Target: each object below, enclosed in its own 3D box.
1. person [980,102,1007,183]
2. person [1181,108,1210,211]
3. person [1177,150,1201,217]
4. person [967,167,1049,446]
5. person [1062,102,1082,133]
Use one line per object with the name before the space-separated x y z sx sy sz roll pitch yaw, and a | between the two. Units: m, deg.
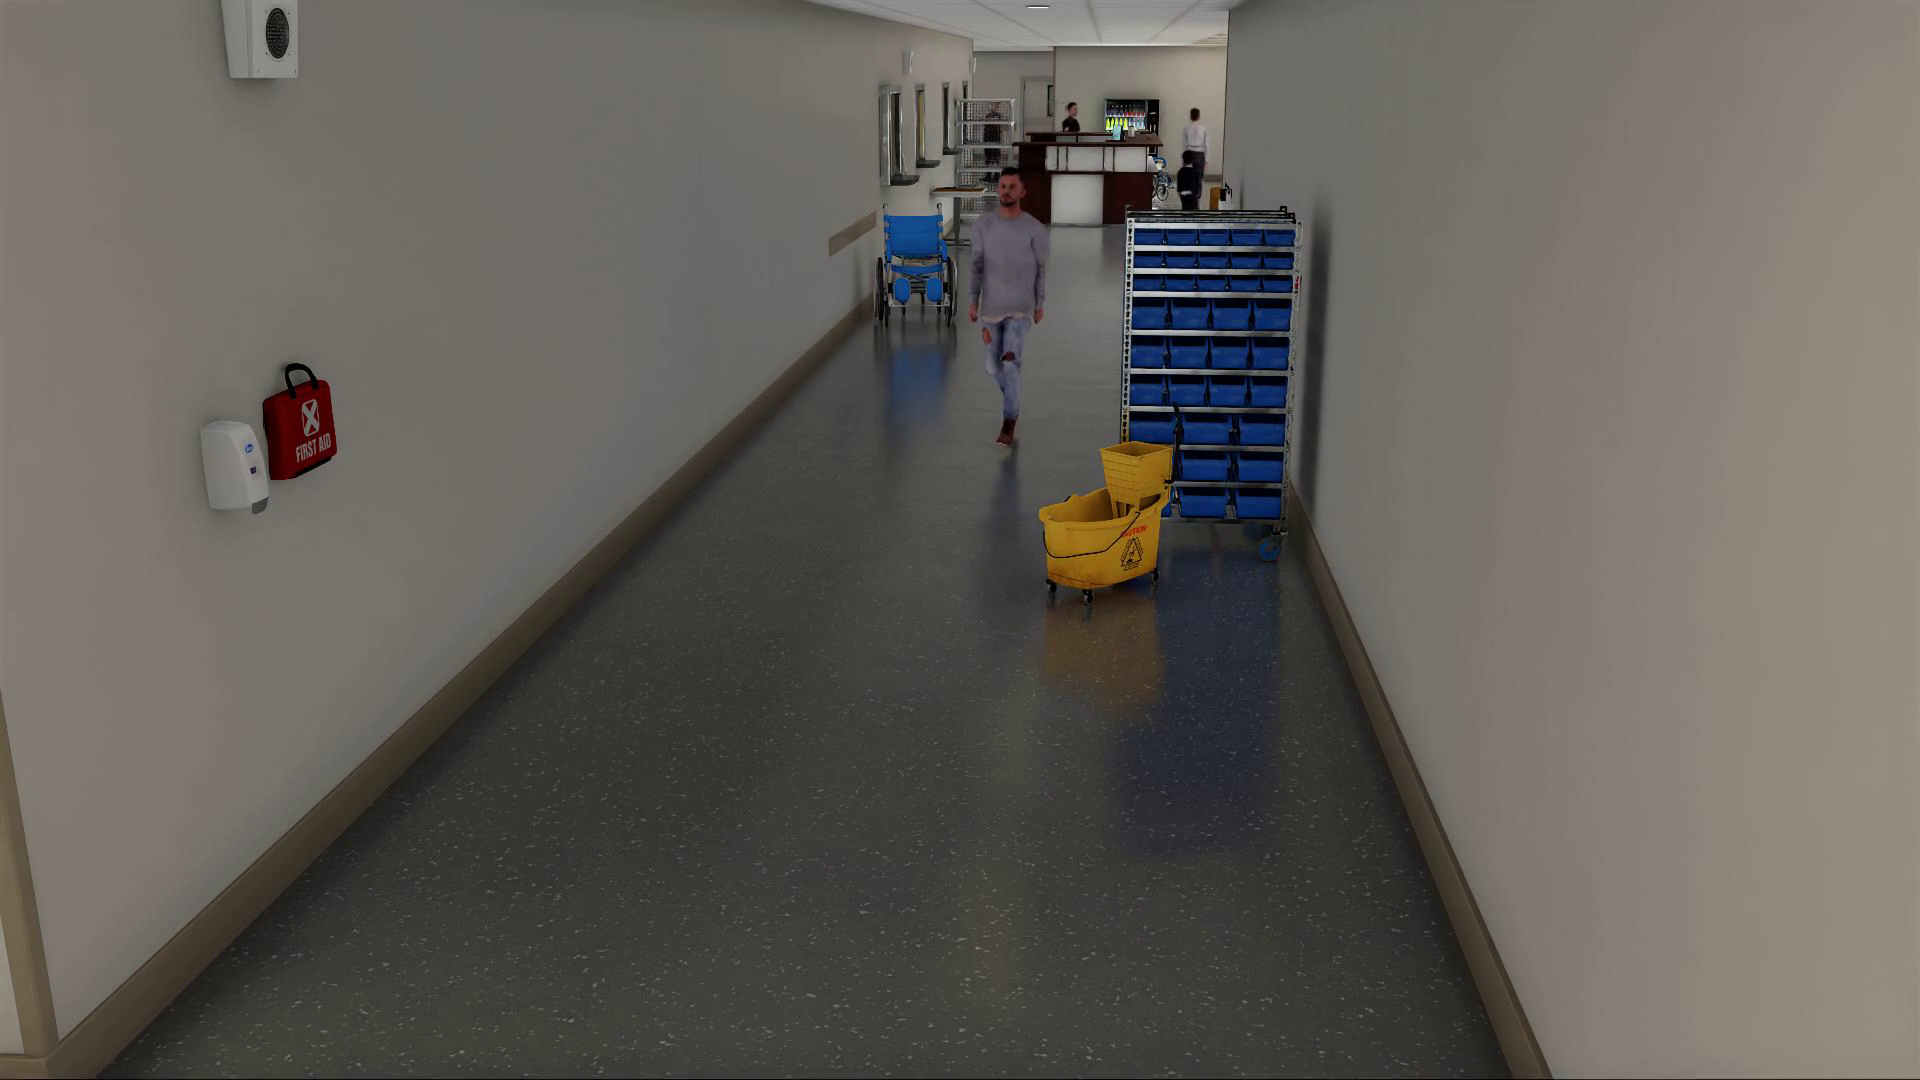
person | 0.764 -8.975 37.452 0.685 1.827 0.875 11 19 35
person | 4.228 -6.841 29.934 1.003 1.799 0.766 3 16 9
person | 3.612 -5.534 26.294 0.478 1.218 0.584 3 16 9
person | 0.328 -1.583 11.241 1.026 1.822 0.861 4 16 14
person | 2.185 -7.938 33.781 1.100 1.822 0.954 10 19 32
